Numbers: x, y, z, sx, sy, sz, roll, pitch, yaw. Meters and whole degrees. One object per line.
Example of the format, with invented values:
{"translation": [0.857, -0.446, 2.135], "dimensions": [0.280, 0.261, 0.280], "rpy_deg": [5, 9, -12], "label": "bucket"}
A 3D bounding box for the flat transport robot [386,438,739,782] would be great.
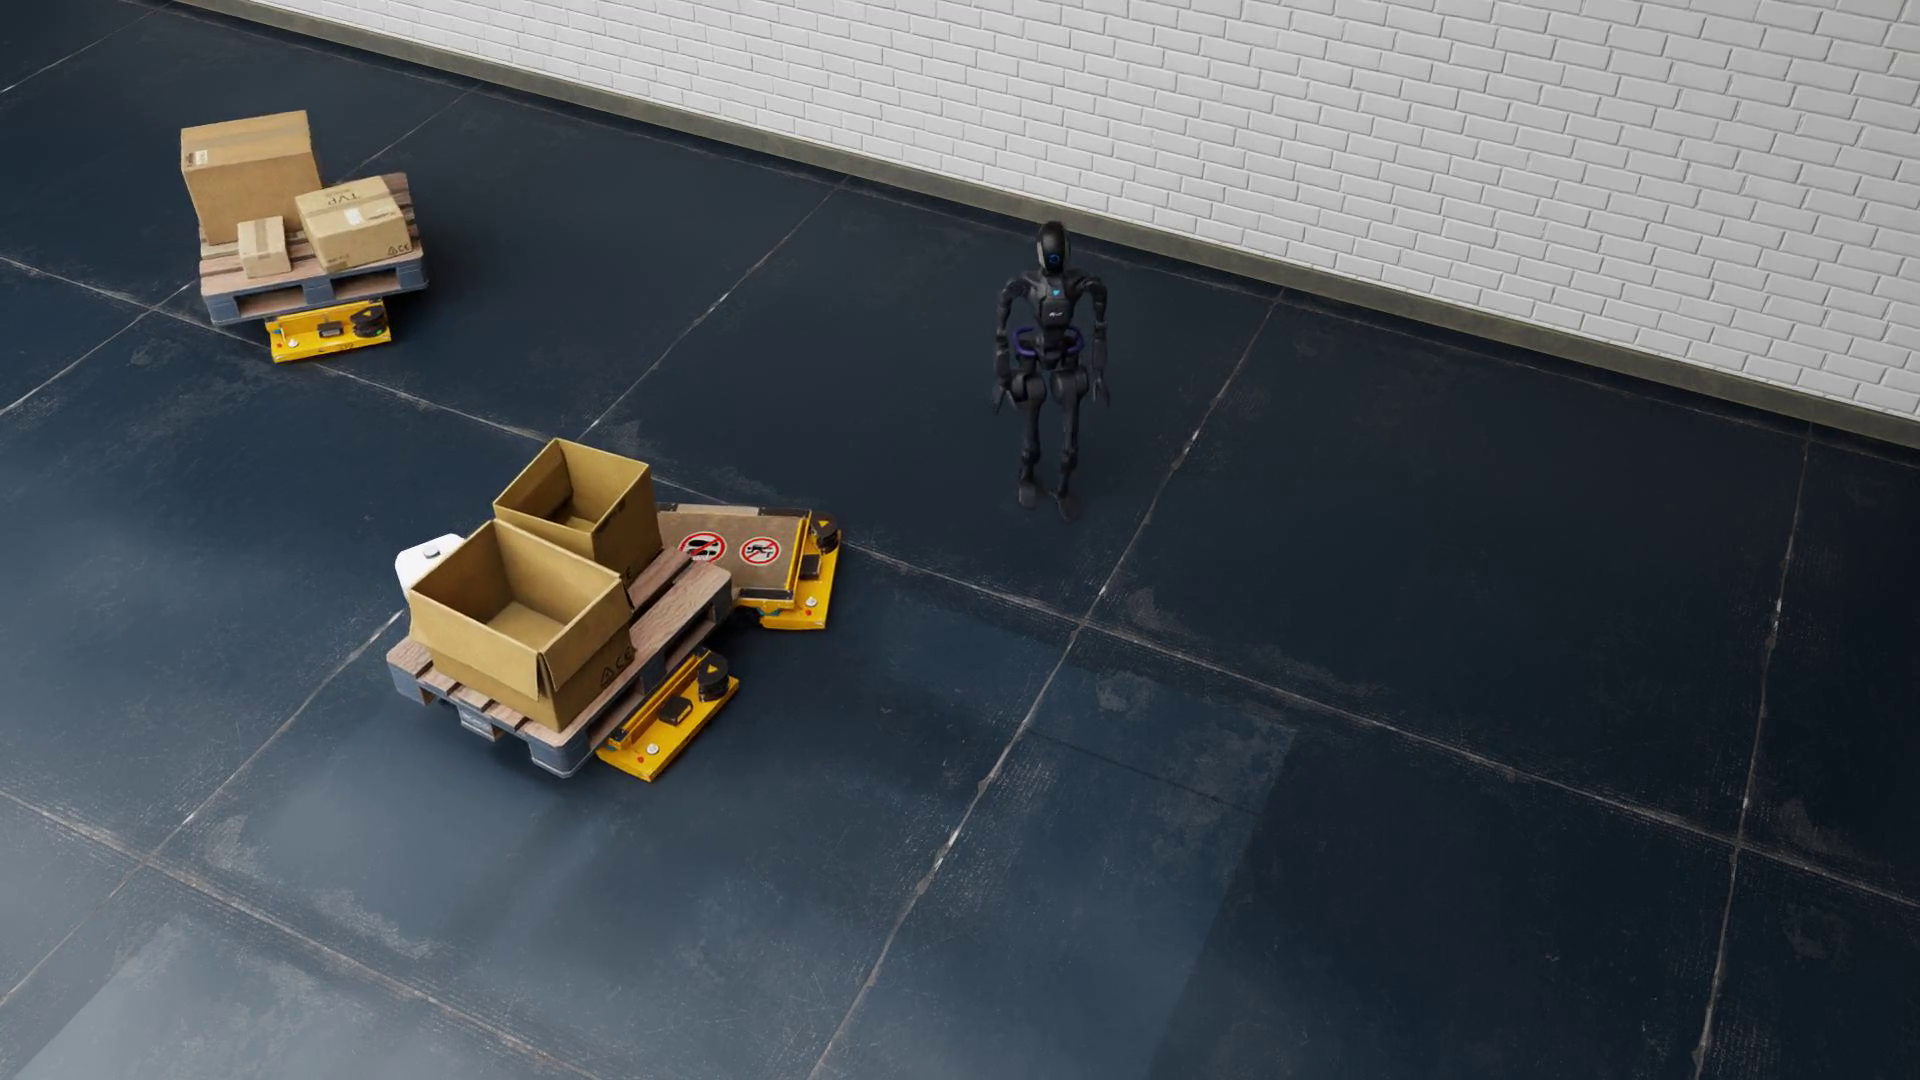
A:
{"translation": [-1.792, 0.570, 7.640], "dimensions": [1.431, 0.231, 0.659], "rpy_deg": [22, 47, 22], "label": "flat transport robot"}

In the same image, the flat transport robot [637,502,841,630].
{"translation": [-1.330, 0.121, 8.125], "dimensions": [1.431, 0.231, 0.659], "rpy_deg": [3, 43, 3], "label": "flat transport robot"}

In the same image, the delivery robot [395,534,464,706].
{"translation": [-2.321, 0.323, 7.684], "dimensions": [0.499, 0.577, 0.769], "rpy_deg": [-23, 48, -23], "label": "delivery robot"}

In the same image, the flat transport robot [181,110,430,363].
{"translation": [-3.816, -1.583, 9.963], "dimensions": [0.659, 0.231, 1.431], "rpy_deg": [-13, 44, -14], "label": "flat transport robot"}

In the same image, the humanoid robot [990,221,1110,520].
{"translation": [0.446, -0.824, 8.106], "dimensions": [0.594, 1.650, 0.368], "rpy_deg": [-6, 43, -6], "label": "humanoid robot"}
